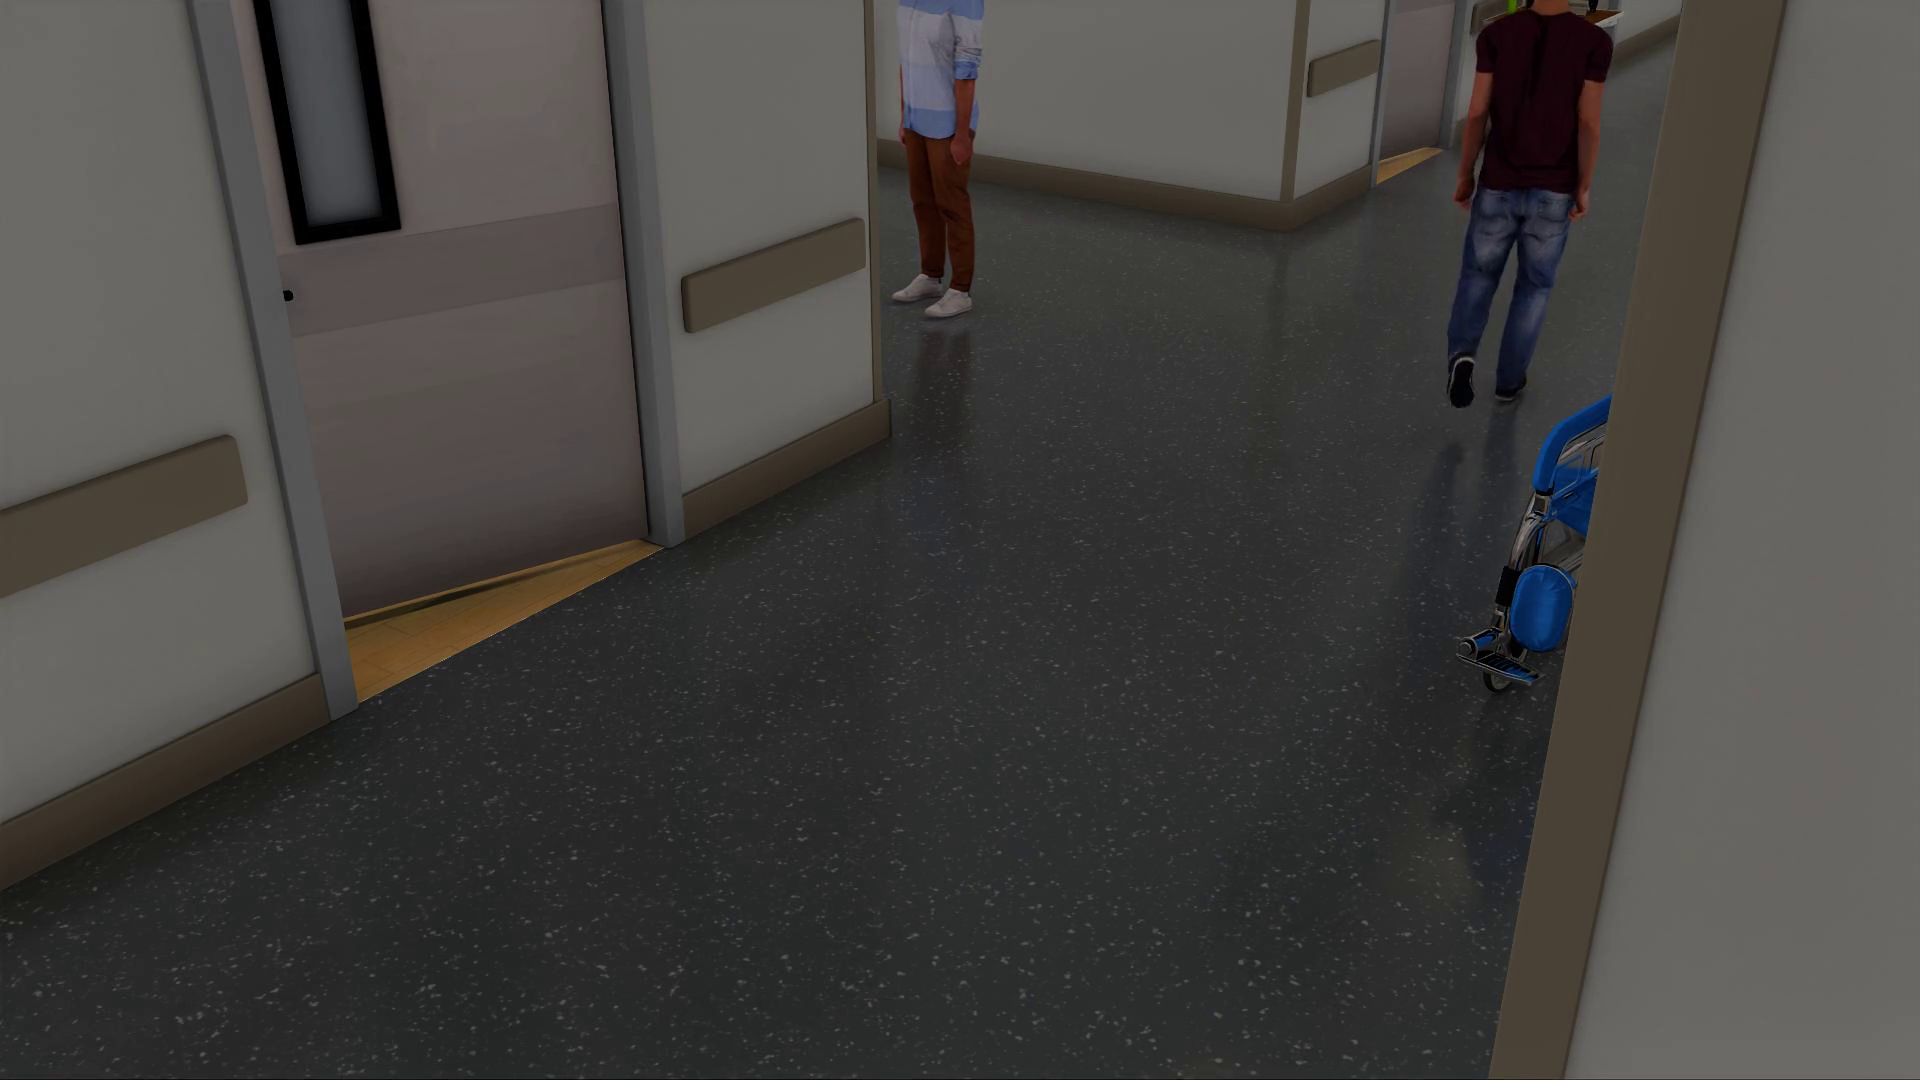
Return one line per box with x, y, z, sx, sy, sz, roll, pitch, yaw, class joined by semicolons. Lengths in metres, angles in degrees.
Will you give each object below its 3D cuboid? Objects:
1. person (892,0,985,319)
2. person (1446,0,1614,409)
-0.097;-1.960;7.649;0.692;1.823;0.744;-18;31;-33;person
2.160;-1.359;6.389;0.745;1.836;1.012;12;28;24;person
